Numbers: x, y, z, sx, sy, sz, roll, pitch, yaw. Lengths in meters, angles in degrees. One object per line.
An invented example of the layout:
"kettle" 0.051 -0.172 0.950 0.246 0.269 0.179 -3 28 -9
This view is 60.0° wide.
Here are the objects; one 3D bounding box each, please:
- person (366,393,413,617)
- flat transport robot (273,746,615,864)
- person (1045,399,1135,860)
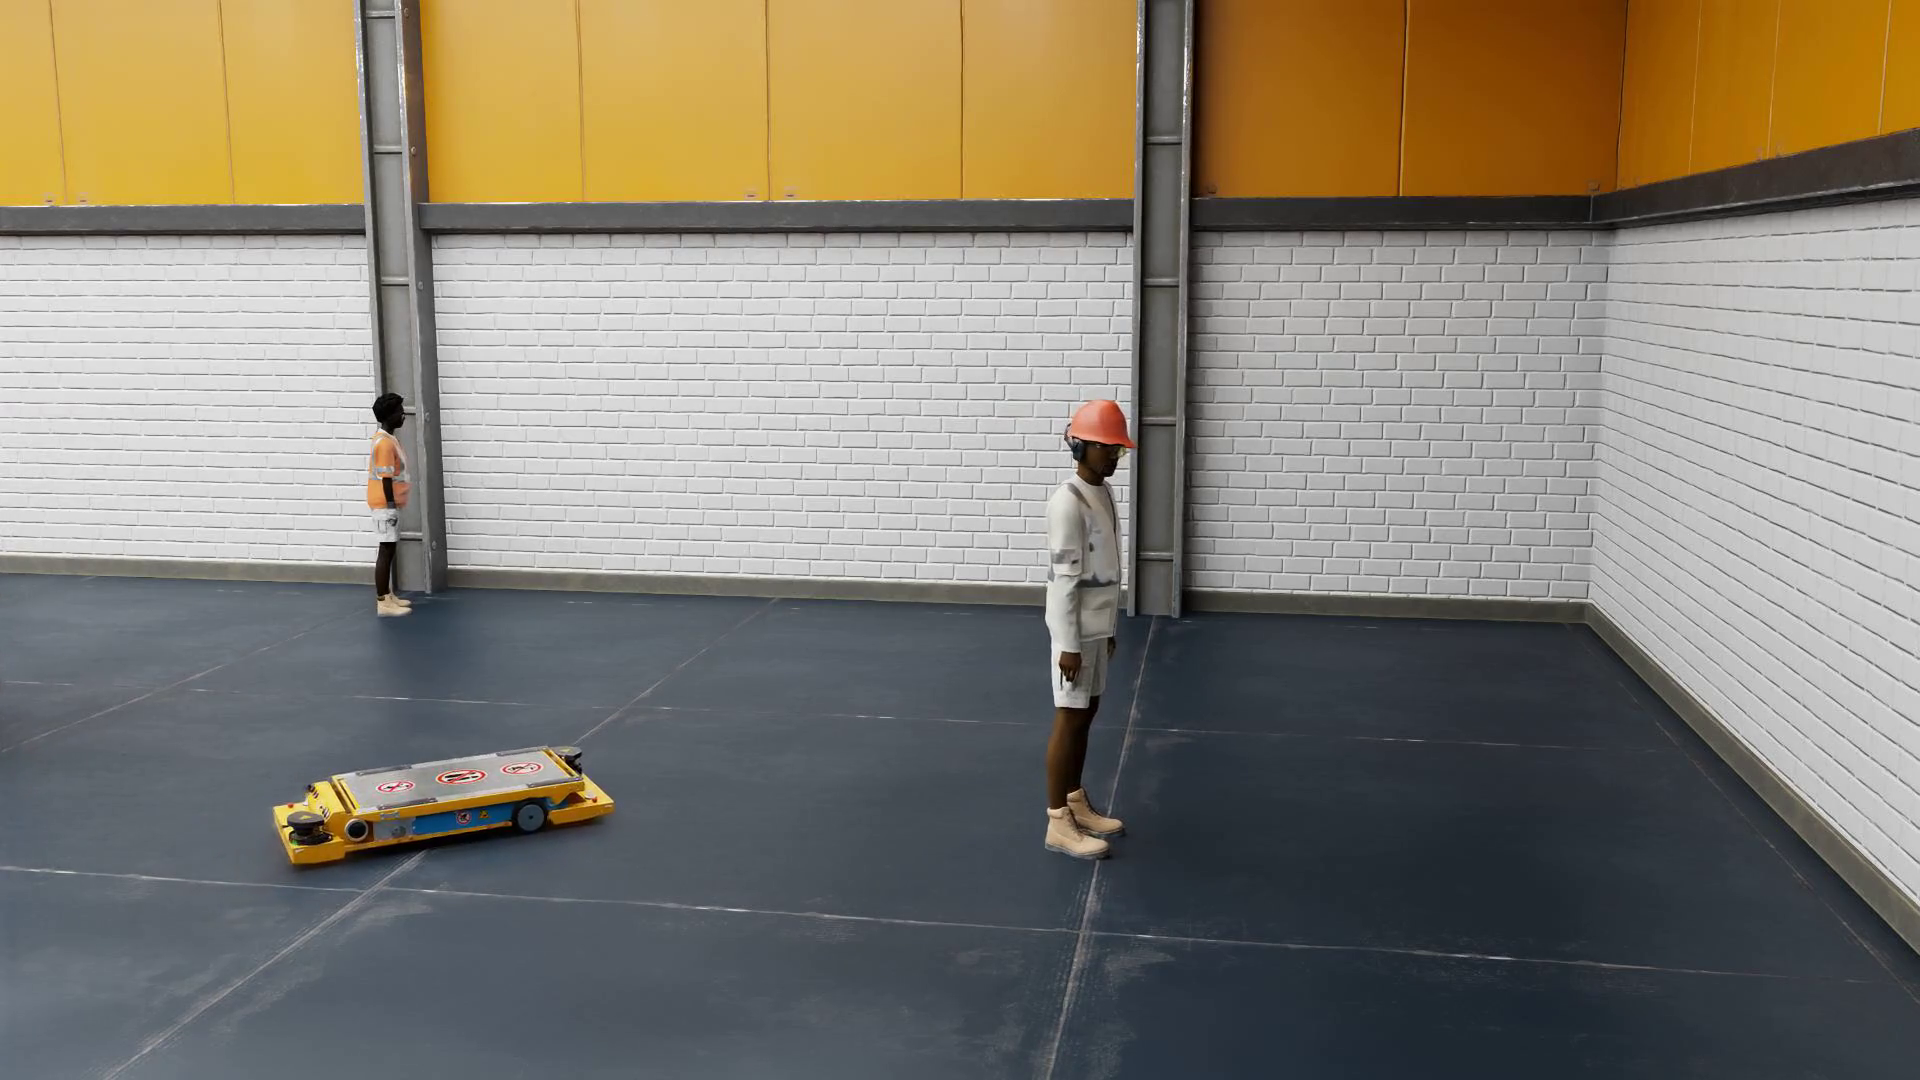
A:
"person" -4.320 -0.268 12.590 0.320 1.691 0.528 -3 10 -18
"flat transport robot" -2.414 1.215 7.795 1.431 0.197 0.652 -5 10 -28
"person" 0.588 0.387 7.460 0.394 2.040 0.610 4 10 21
